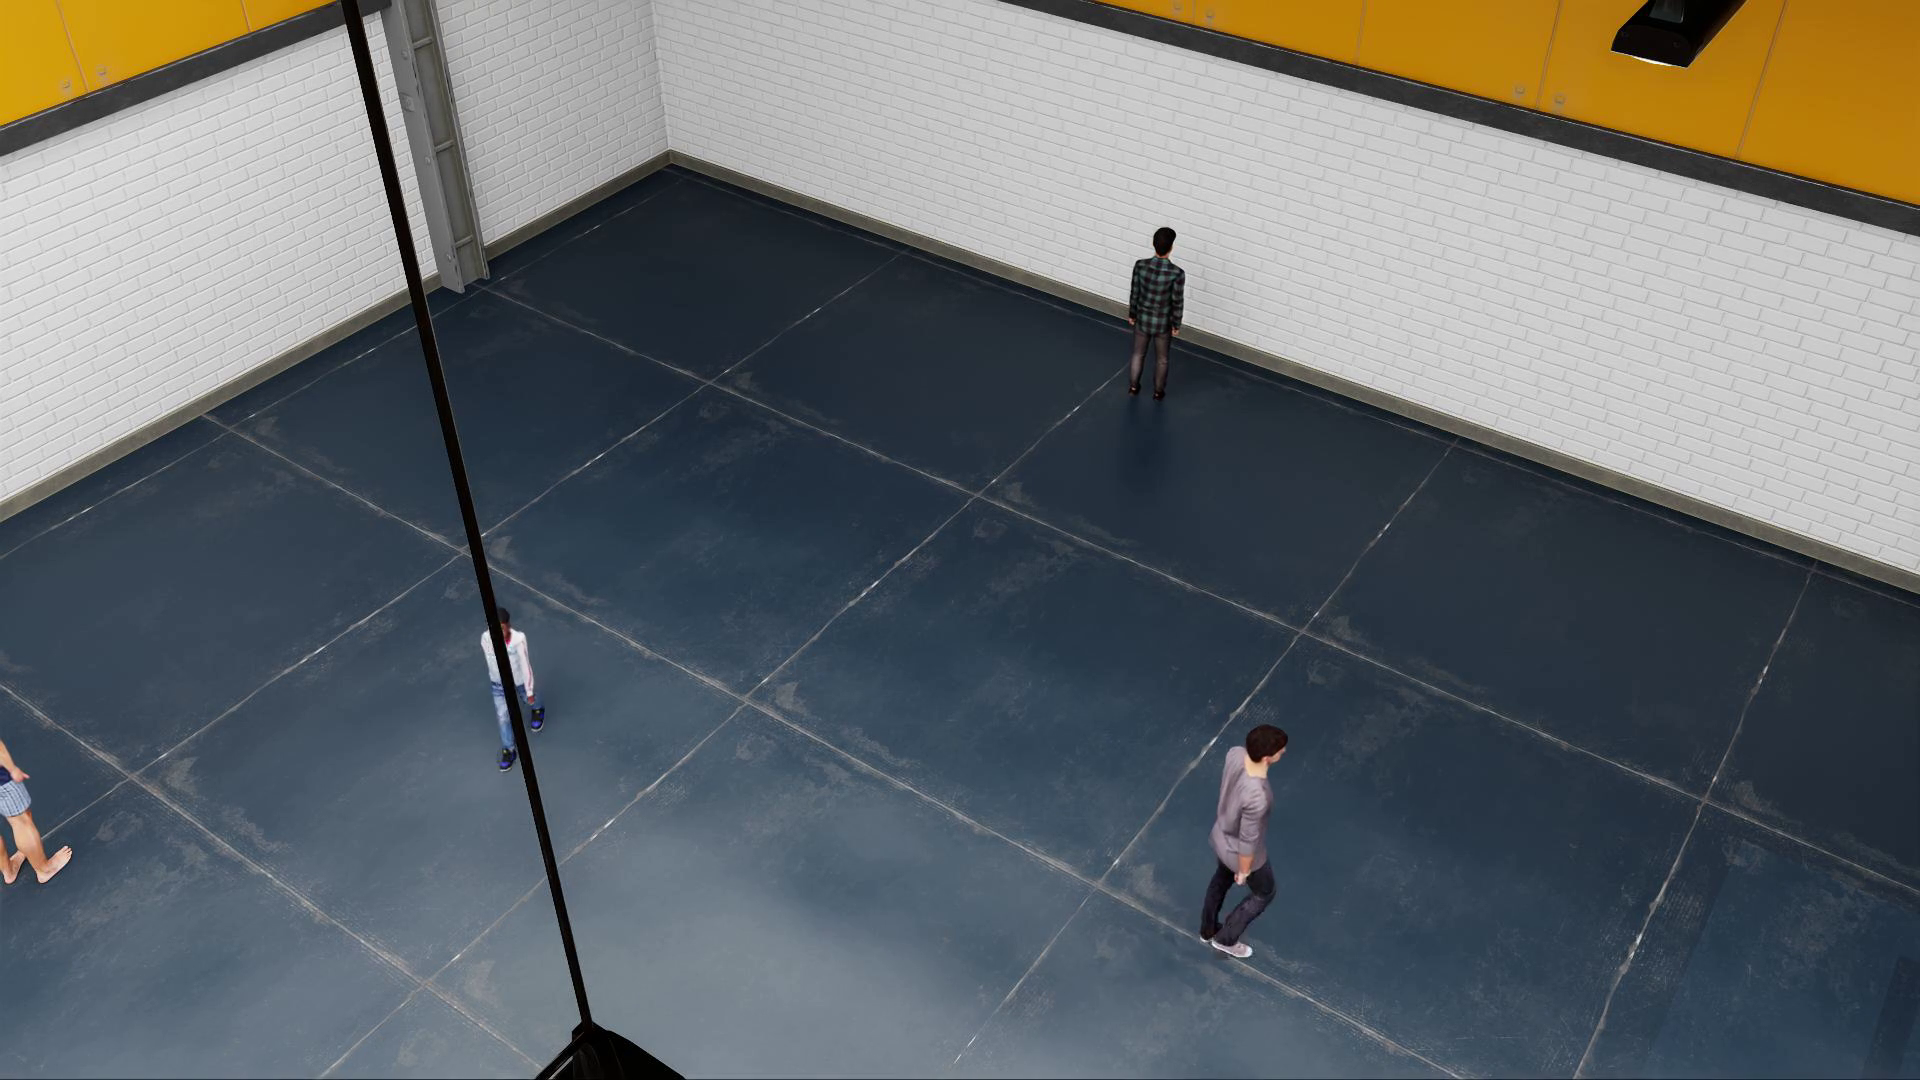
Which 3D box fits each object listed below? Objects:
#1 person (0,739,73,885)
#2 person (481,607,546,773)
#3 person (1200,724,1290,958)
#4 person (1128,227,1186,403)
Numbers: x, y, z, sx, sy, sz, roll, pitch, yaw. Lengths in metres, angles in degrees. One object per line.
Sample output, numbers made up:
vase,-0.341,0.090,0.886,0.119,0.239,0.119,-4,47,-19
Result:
person,-6.034,1.432,10.235,0.710,1.849,0.729,2,39,2
person,-3.047,0.904,11.396,0.781,1.226,0.941,1,39,1
person,1.565,1.792,9.796,0.830,1.835,0.787,-9,40,-11
person,1.703,-1.980,14.713,0.711,1.709,0.616,12,40,15
